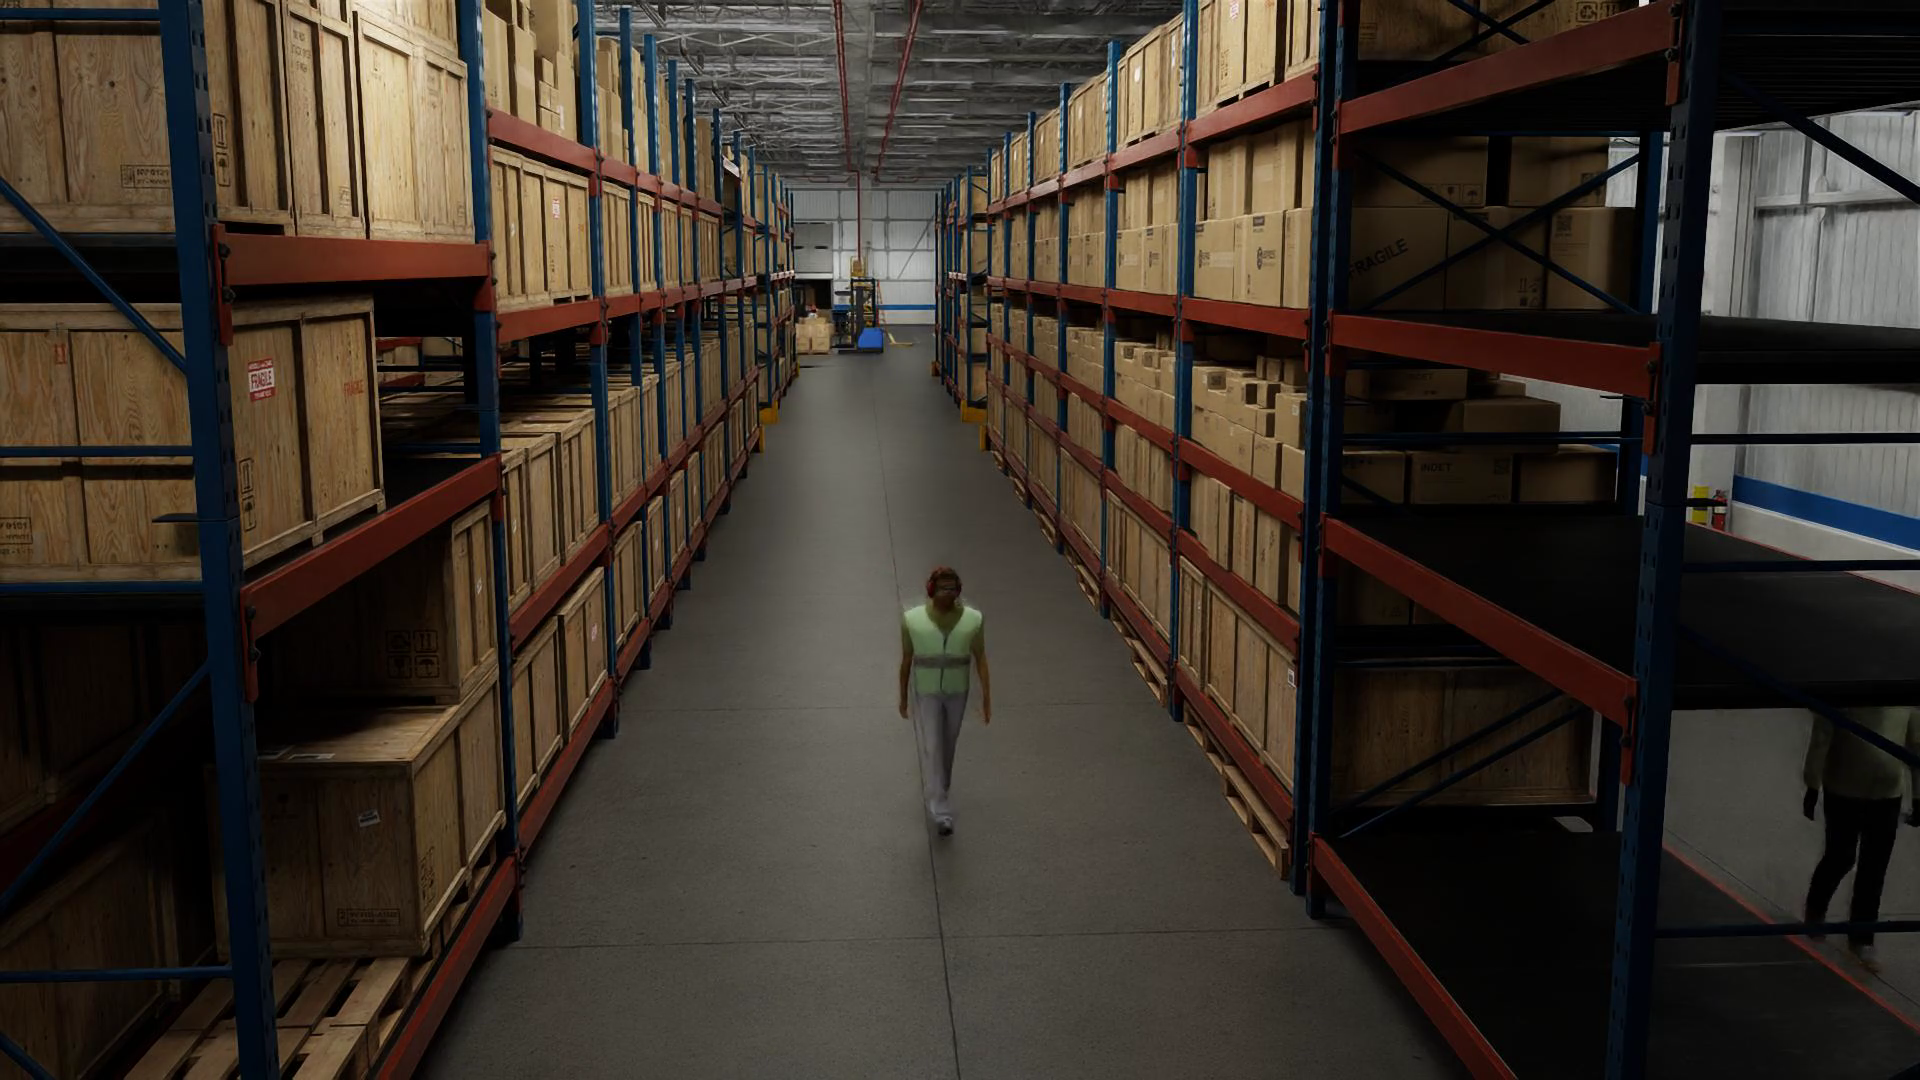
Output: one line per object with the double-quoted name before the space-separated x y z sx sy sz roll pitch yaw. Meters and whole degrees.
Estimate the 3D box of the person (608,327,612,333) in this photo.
"person" -12.306 -6.705 58.245 0.551 1.622 0.415 -9 13 -42

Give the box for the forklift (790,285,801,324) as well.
"forklift" -7.567 -10.021 74.325 1.129 2.768 1.873 5 11 27

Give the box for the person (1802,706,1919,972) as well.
"person" 4.944 1.347 9.079 0.645 1.981 0.463 0 10 2

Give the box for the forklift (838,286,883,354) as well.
"forklift" -4.128 -9.110 68.884 1.873 2.768 1.129 -1 10 -3

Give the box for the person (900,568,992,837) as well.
"person" -0.093 1.072 11.305 0.591 1.787 0.987 -2 10 -11

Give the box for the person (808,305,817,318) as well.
"person" -6.403 -9.287 72.750 0.369 1.939 0.542 -9 13 -44
